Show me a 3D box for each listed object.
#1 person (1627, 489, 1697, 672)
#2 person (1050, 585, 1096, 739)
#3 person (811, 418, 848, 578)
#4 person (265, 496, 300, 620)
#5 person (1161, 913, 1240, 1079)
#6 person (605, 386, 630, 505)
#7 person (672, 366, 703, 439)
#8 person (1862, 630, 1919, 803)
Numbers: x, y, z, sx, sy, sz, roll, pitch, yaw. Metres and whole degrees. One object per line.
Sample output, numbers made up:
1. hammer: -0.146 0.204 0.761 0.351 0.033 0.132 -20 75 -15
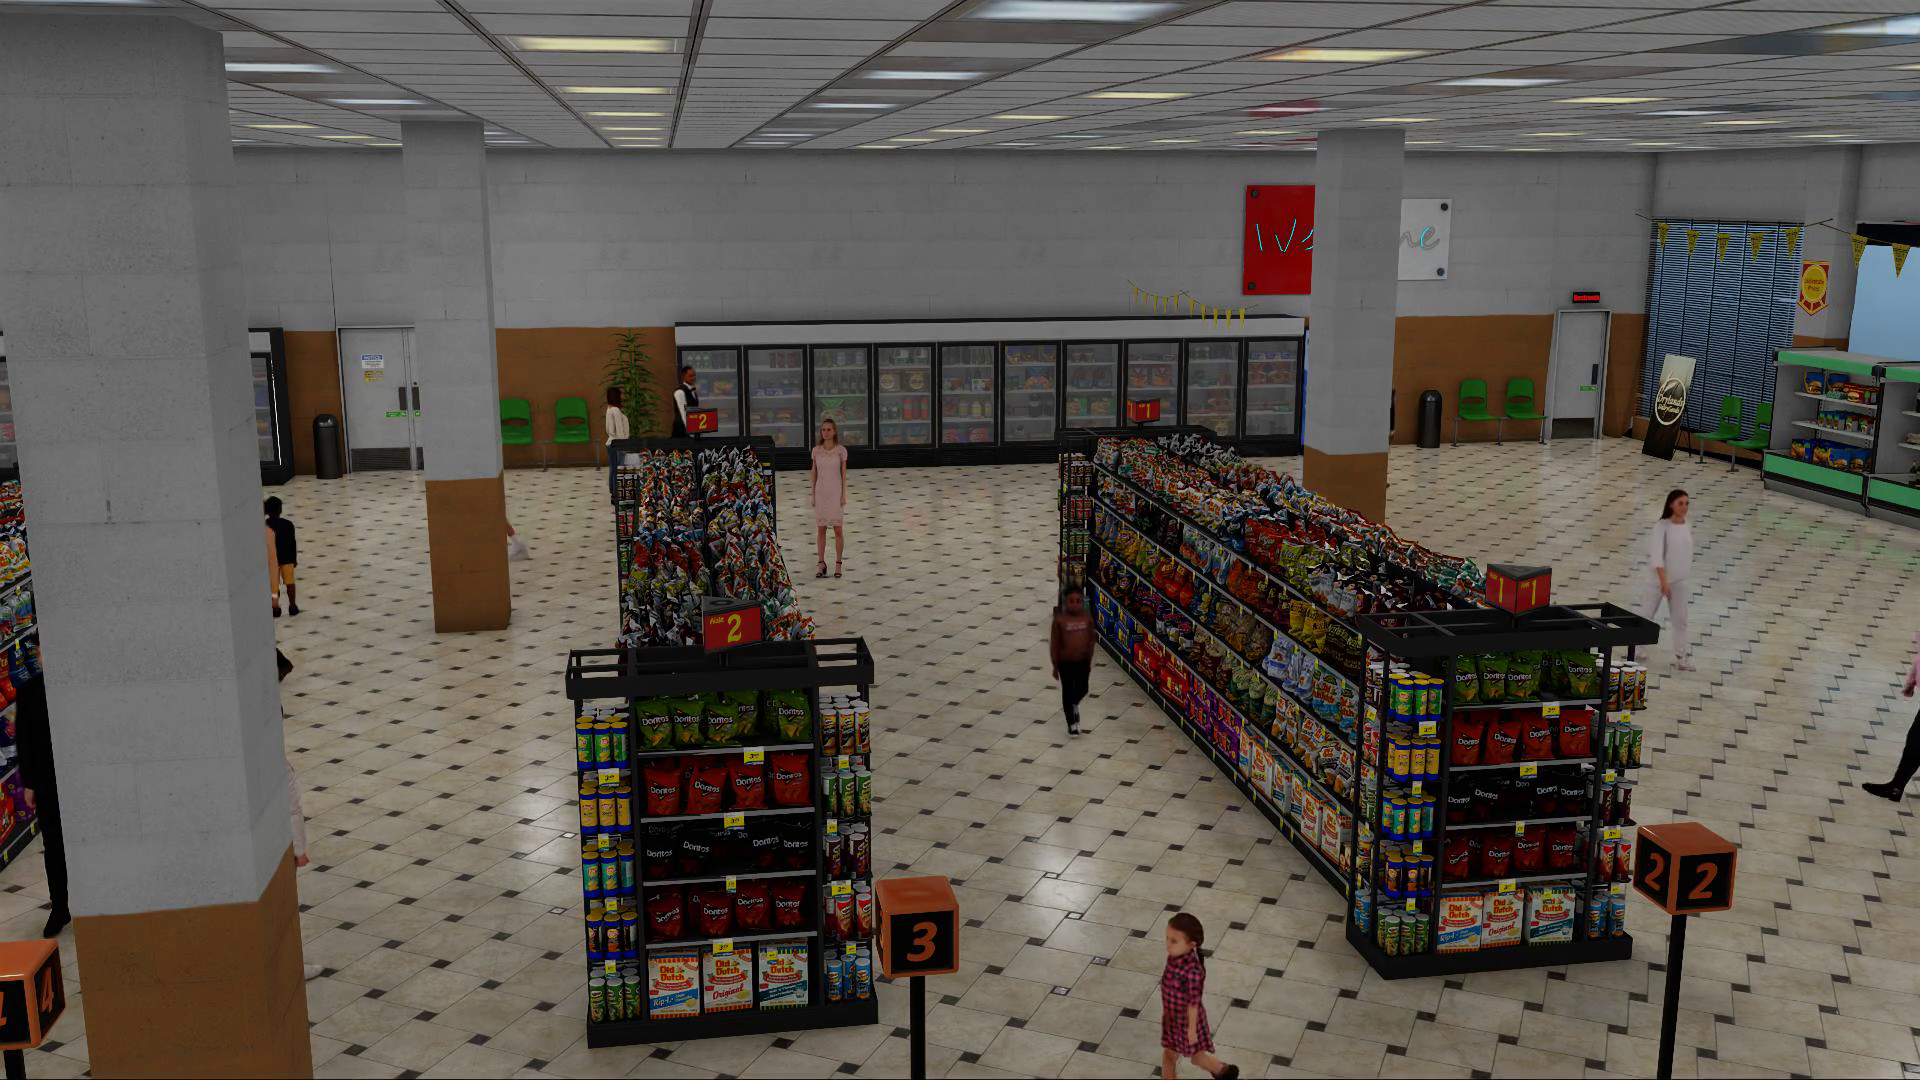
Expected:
1. person: 6.495 0.363 15.435 0.663 1.650 1.068 -3 12 -15
2. person: 0.907 0.968 13.542 0.530 1.246 0.669 -2 12 -8
3. person: -1.491 -0.483 19.016 0.623 1.831 0.589 1 12 6
4. person: -7.064 0.175 17.247 0.553 1.271 0.571 -5 13 -20
5. person: 1.118 2.266 7.955 0.587 1.007 0.701 -5 13 -23
6. person: -4.832 -1.323 23.365 0.726 1.682 0.566 -6 13 -25
7. person: -4.034 -1.510 23.943 1.138 1.810 1.227 4 13 19
8. person: 7.109 1.109 11.888 0.903 1.652 0.973 2 12 11
